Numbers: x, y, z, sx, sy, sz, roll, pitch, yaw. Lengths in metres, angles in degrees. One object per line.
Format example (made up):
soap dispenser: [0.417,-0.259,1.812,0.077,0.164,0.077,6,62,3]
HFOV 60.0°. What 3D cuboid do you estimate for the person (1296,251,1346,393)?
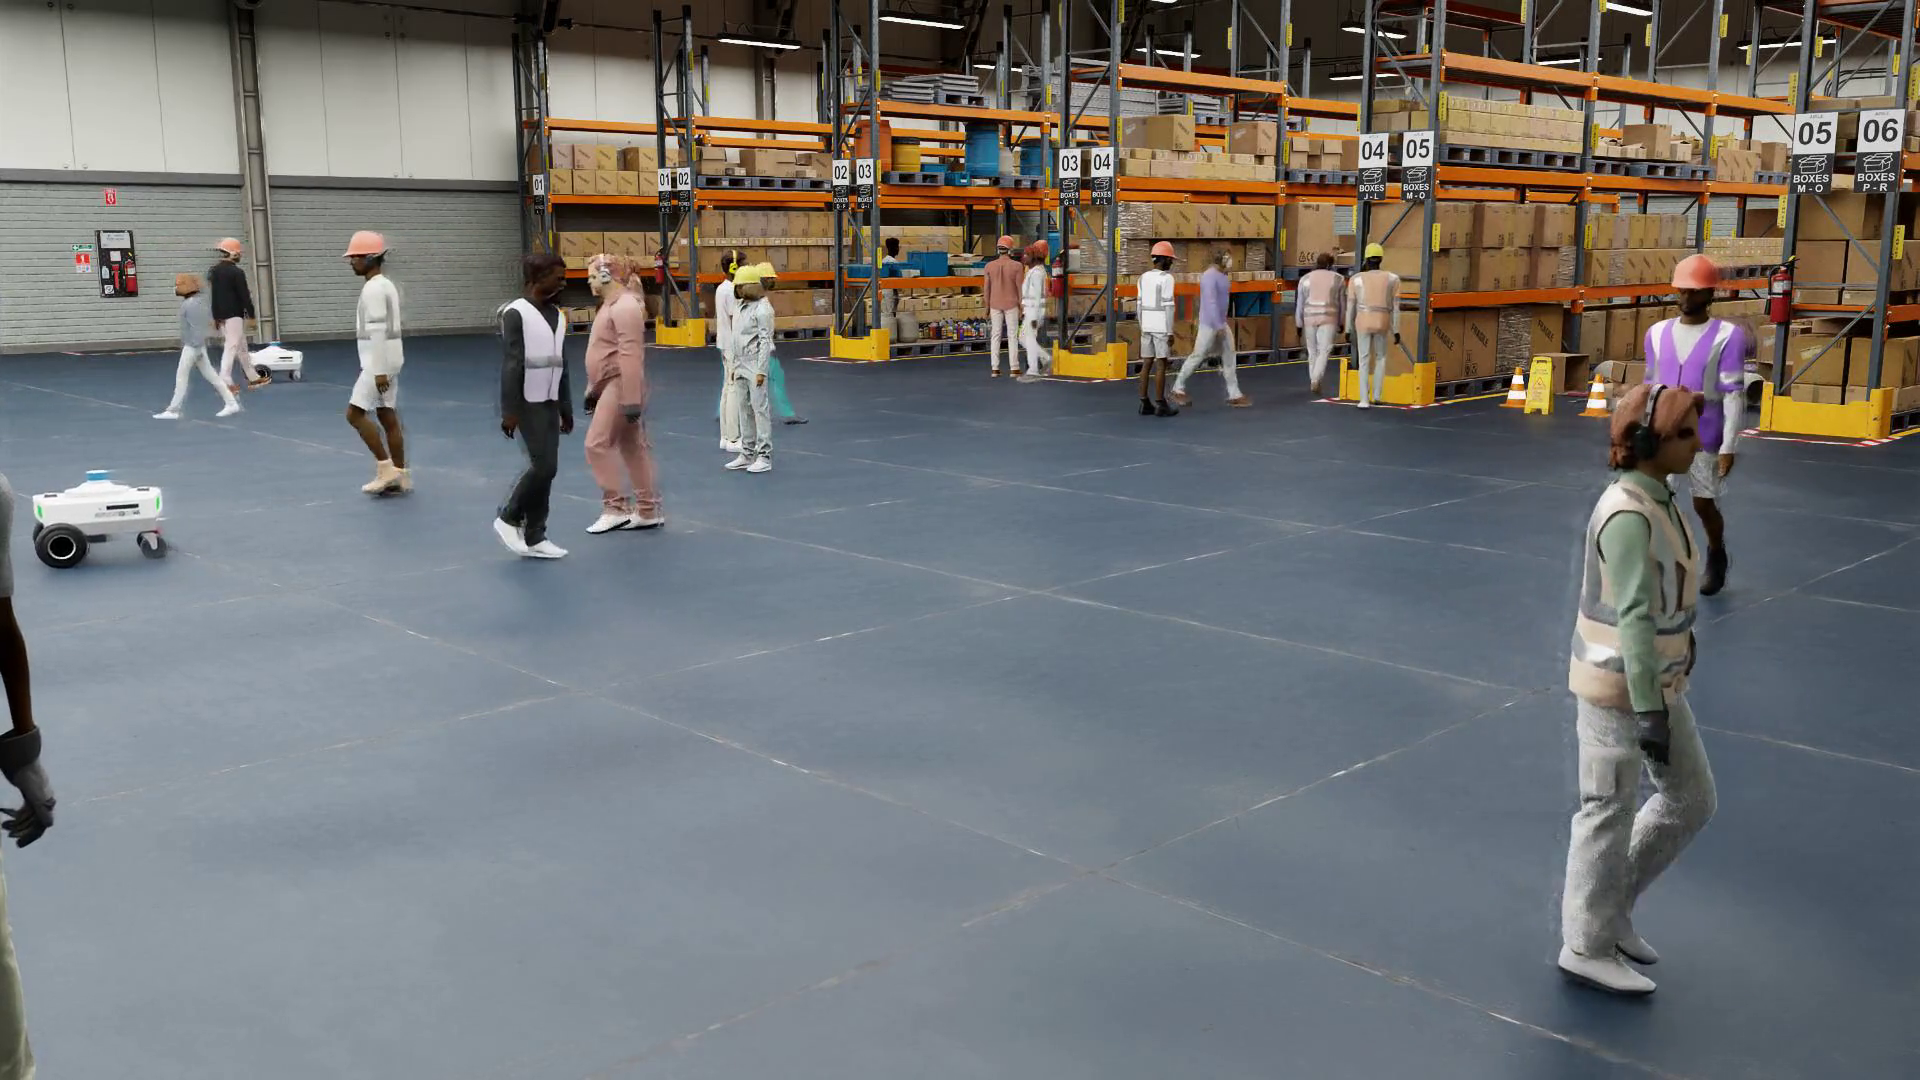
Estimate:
person: [4.624,-2.800,21.365,0.616,1.807,0.897,4,11,23]

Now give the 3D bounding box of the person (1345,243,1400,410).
person: [4.790,-2.490,19.373,0.626,1.904,0.720,1,10,7]

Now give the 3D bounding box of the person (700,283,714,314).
person: [-5.064,-4.840,32.425,0.570,1.824,0.766,9,14,41]

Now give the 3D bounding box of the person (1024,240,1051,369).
person: [1.181,-3.548,25.087,0.373,1.928,0.543,4,11,21]

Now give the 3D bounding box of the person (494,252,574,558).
person: [-2.618,-0.828,10.330,0.439,1.895,0.634,3,11,17]

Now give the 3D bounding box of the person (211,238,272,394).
person: [-9.216,-2.883,21.366,0.637,1.954,0.935,8,13,36]

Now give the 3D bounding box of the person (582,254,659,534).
person: [-2.367,-0.983,11.258,0.678,1.874,0.657,-3,11,-17]

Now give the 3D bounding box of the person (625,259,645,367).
person: [-4.936,-3.433,25.252,0.309,1.637,0.512,-2,11,-11]

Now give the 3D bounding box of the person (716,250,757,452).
person: [-2.104,-1.769,15.553,0.328,1.868,0.509,-4,11,-21]

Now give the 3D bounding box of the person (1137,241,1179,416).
person: [2.225,-2.369,18.649,0.384,1.930,0.547,-7,13,-34]

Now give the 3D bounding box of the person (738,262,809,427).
person: [-2.113,-2.059,17.543,0.914,1.723,0.526,0,10,3]

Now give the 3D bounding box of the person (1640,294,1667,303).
person: [13.388,-4.901,32.152,0.609,2.040,0.395,8,13,37]

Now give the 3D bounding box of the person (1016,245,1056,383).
person: [1.018,-3.092,22.754,0.483,1.867,0.606,-1,10,-3]

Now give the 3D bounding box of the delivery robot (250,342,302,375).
delivery robot: [-9.438,-2.483,22.882,0.707,0.478,0.477,-7,12,-33]

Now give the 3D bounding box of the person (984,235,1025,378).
person: [0.641,-3.316,23.629,0.608,1.996,0.382,4,11,19]

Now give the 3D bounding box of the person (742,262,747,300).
person: [-3.560,-3.836,27.558,0.512,1.602,0.805,7,13,35]

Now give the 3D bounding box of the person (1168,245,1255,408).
person: [2.935,-2.507,19.509,1.011,1.900,0.626,6,12,31]

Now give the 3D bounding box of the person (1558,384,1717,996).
person: [1.780,0.407,4.343,0.378,1.626,0.519,8,13,36]

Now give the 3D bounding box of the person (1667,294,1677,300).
person: [15.020,-5.336,34.839,0.545,1.929,0.389,-2,11,-9]

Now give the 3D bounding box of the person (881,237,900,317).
person: [-1.217,-4.345,29.319,0.372,1.966,0.603,-4,11,-19]

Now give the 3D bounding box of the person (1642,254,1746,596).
person: [3.985,-0.592,9.031,0.545,1.913,0.915,10,14,43]

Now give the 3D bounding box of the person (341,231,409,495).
person: [-4.513,-1.342,12.779,0.500,2.026,0.653,-2,11,-10]

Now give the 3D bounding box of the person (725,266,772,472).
person: [-1.806,-1.459,14.196,0.295,1.744,0.487,-9,14,-41]

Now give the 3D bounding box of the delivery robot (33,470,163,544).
delivery robot: [-5.375,-0.191,10.386,0.707,0.478,0.477,-6,12,-30]

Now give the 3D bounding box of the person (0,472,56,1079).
person: [-2.122,0.473,3.348,0.510,1.863,0.311,-8,13,-39]

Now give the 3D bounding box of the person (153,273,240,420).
person: [-8.428,-2.135,18.308,0.872,1.590,0.510,-4,11,-21]
